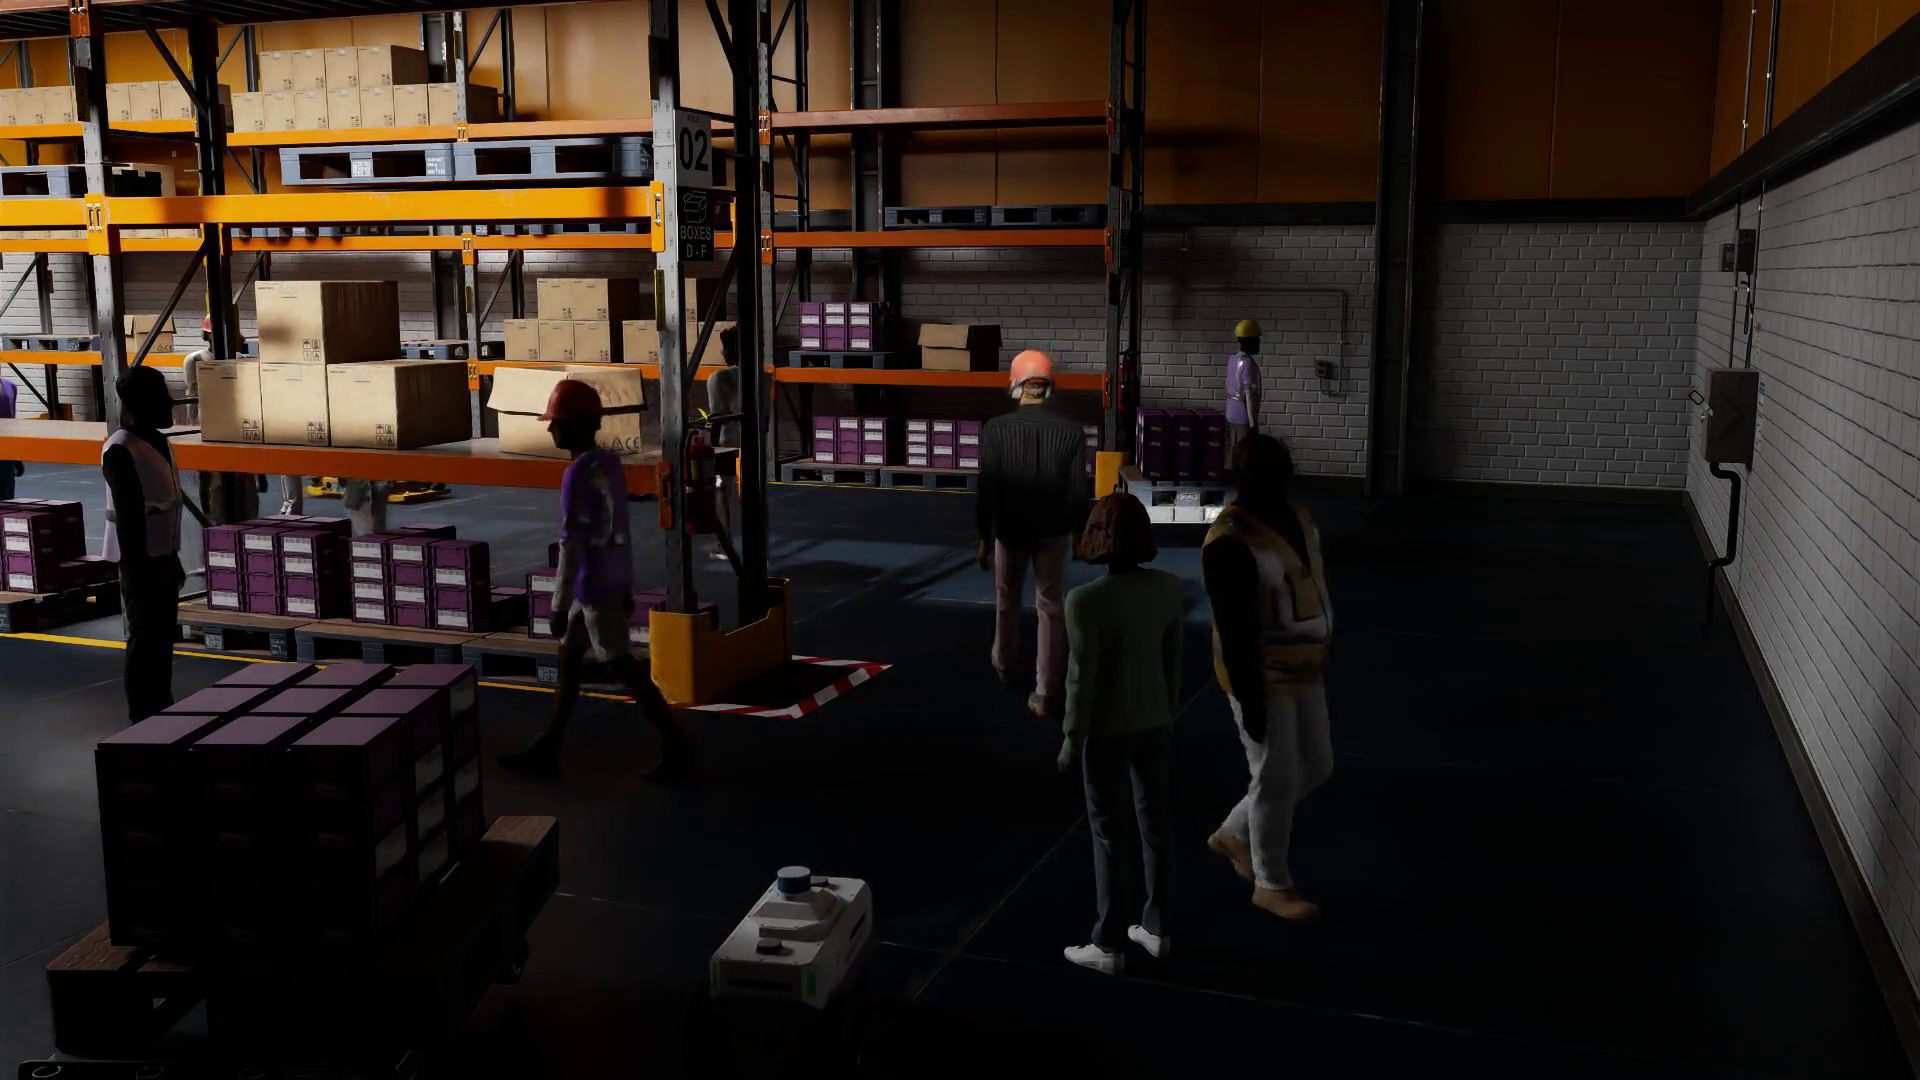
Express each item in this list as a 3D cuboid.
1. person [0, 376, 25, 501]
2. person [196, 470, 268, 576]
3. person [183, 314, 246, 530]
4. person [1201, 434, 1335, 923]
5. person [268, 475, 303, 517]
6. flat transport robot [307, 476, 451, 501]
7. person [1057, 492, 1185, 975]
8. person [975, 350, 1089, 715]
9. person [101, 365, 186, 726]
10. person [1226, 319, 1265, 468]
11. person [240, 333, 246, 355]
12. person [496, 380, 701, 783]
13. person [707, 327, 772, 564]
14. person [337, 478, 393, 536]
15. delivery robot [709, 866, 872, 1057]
[{"bbox_3d":[-7.729,-0.653,13.216,0.386,1.837,0.560,3,10,19],"label":"person"},{"bbox_3d":[-5.710,-0.508,12.991,0.661,1.610,0.327,3,10,19],"label":"person"},{"bbox_3d":[-6.612,-1.030,14.929,0.394,2.038,0.611,6,11,31],"label":"person"},{"bbox_3d":[1.117,0.503,6.085,0.497,1.808,0.712,7,12,38],"label":"person"},{"bbox_3d":[-6.374,-1.065,15.627,0.354,1.887,0.573,-5,10,-26],"label":"person"},{"bbox_3d":[-6.165,-0.580,17.636,1.431,0.197,0.652,5,10,28],"label":"flat transport robot"},{"bbox_3d":[0.544,0.651,5.640,0.499,1.634,0.285,-6,11,-34],"label":"person"},{"bbox_3d":[0.388,-0.070,9.189,0.651,1.938,1.038,-1,9,-7],"label":"person"},{"bbox_3d":[-3.986,0.104,8.182,0.385,1.921,0.596,-1,9,-9],"label":"person"},{"bbox_3d":[2.796,-1.195,16.308,0.362,1.930,0.587,-2,9,-11],"label":"person"},{"bbox_3d":[-7.095,-1.125,16.211,0.431,1.832,0.644,-7,12,-38],"label":"person"},{"bbox_3d":[-1.670,0.201,7.712,1.008,1.889,0.564,0,9,2],"label":"person"},{"bbox_3d":[-1.838,-0.765,13.590,0.688,1.935,0.688,-8,12,-42],"label":"person"},{"bbox_3d":[-4.666,-0.548,13.187,0.448,1.621,0.544,8,12,42],"label":"person"},{"bbox_3d":[-0.501,1.236,5.055,0.477,0.478,0.707,2,9,10],"label":"delivery robot"}]
